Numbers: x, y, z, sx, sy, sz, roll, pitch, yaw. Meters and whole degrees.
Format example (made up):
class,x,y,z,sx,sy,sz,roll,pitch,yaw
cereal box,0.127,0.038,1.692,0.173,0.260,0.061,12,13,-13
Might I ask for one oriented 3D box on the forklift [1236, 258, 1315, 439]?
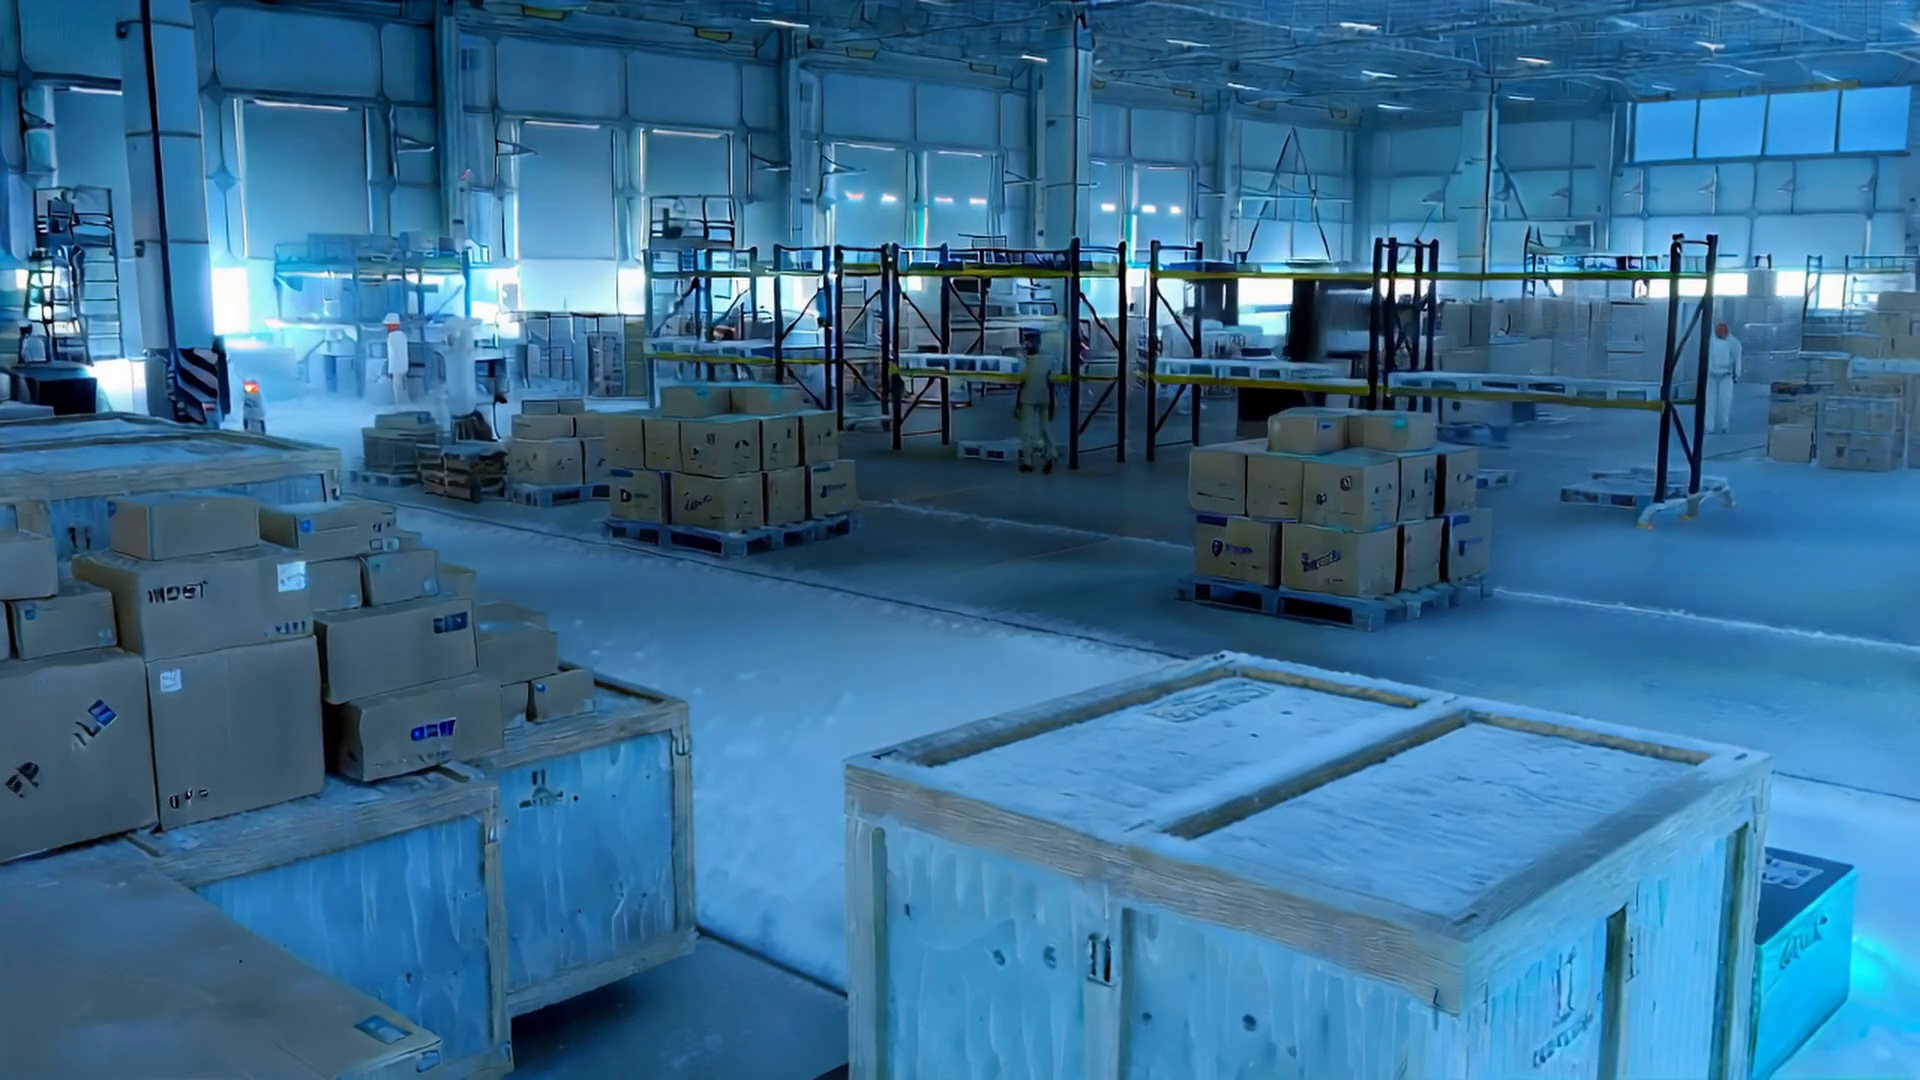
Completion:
class,x,y,z,sx,sy,sz,roll,pitch,yaw
forklift,5.295,-2.998,25.928,1.873,2.768,1.129,1,9,9

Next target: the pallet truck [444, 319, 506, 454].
class,x,y,z,sx,sy,sz,roll,pitch,yaw
pallet truck,-6.981,-1.942,22.150,1.885,1.965,0.823,1,9,9

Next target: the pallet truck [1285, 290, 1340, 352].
class,x,y,z,sx,sy,sz,roll,pitch,yaw
pallet truck,11.297,-6.951,52.861,1.885,1.965,0.823,-5,11,-29

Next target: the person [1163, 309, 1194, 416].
class,x,y,z,sx,sy,sz,roll,pitch,yaw
person,3.980,-3.221,30.177,0.632,1.940,0.372,-5,10,-28

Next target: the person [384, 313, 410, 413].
class,x,y,z,sx,sy,sz,roll,pitch,yaw
person,-9.470,-2.849,27.929,0.371,1.925,0.595,1,9,5

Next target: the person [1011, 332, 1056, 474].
class,x,y,z,sx,sy,sz,roll,pitch,yaw
person,0.978,-1.764,21.607,0.591,1.879,0.583,-4,10,-22

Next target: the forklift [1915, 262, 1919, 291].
class,x,y,z,sx,sy,sz,roll,pitch,yaw
forklift,22.912,-5.186,39.344,1.129,2.768,1.873,-5,10,-26

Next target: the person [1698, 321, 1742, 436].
class,x,y,z,sx,sy,sz,roll,pitch,yaw
person,12.117,-2.571,26.559,0.641,1.820,0.660,4,10,23

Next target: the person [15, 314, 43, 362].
class,x,y,z,sx,sy,sz,roll,pitch,yaw
person,-14.781,-2.619,26.484,0.361,1.938,0.546,-6,11,-32

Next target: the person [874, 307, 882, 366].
class,x,y,z,sx,sy,sz,roll,pitch,yaw
person,-2.149,-5.384,44.385,0.312,1.633,0.520,0,9,-2

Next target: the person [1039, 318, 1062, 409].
class,x,y,z,sx,sy,sz,roll,pitch,yaw
person,1.721,-3.330,31.477,0.484,1.735,0.335,-5,10,-27

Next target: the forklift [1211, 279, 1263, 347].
class,x,y,z,sx,sy,sz,roll,pitch,yaw
forklift,7.356,-6.273,46.008,1.873,2.768,1.129,9,13,43
